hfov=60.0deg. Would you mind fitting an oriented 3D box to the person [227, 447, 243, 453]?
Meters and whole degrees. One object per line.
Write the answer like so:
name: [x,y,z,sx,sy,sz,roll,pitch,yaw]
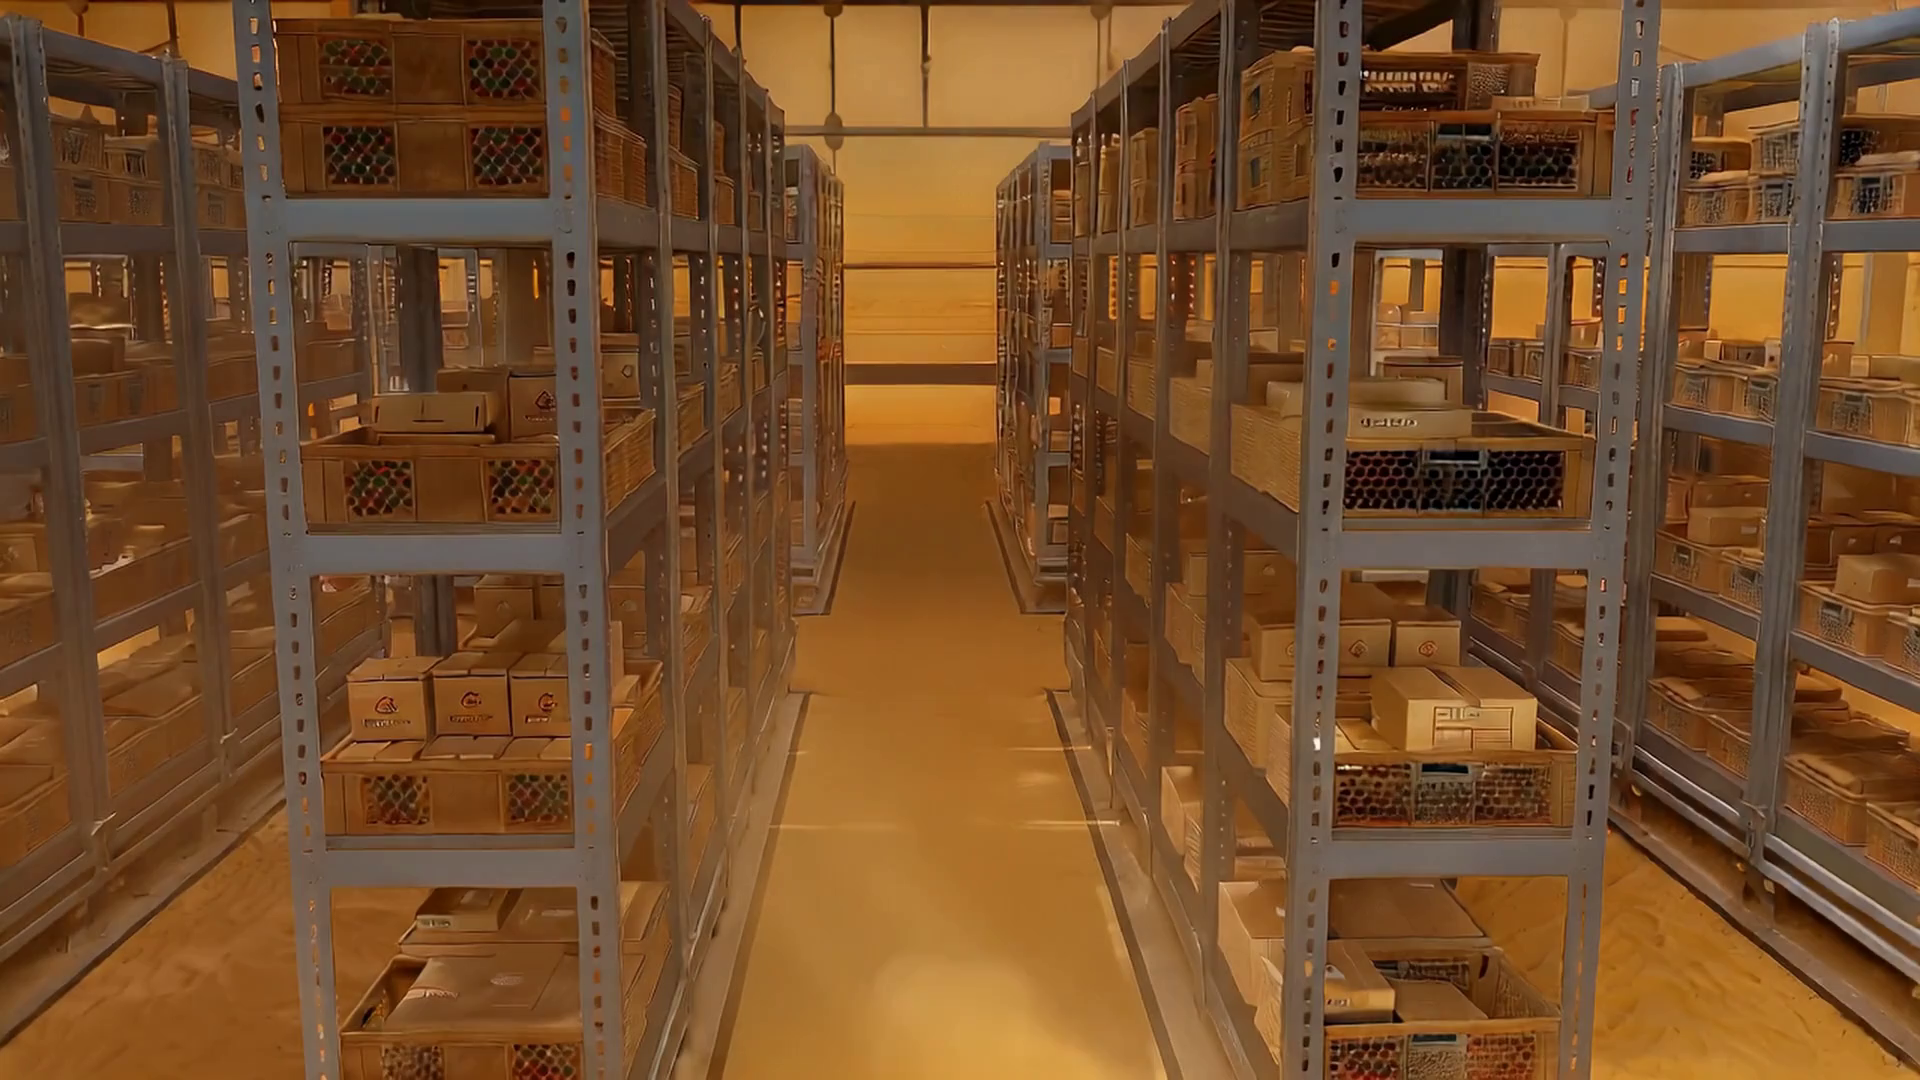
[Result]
person: [-8.164,-1.304,18.782,0.621,1.809,0.760,-3,10,-15]
